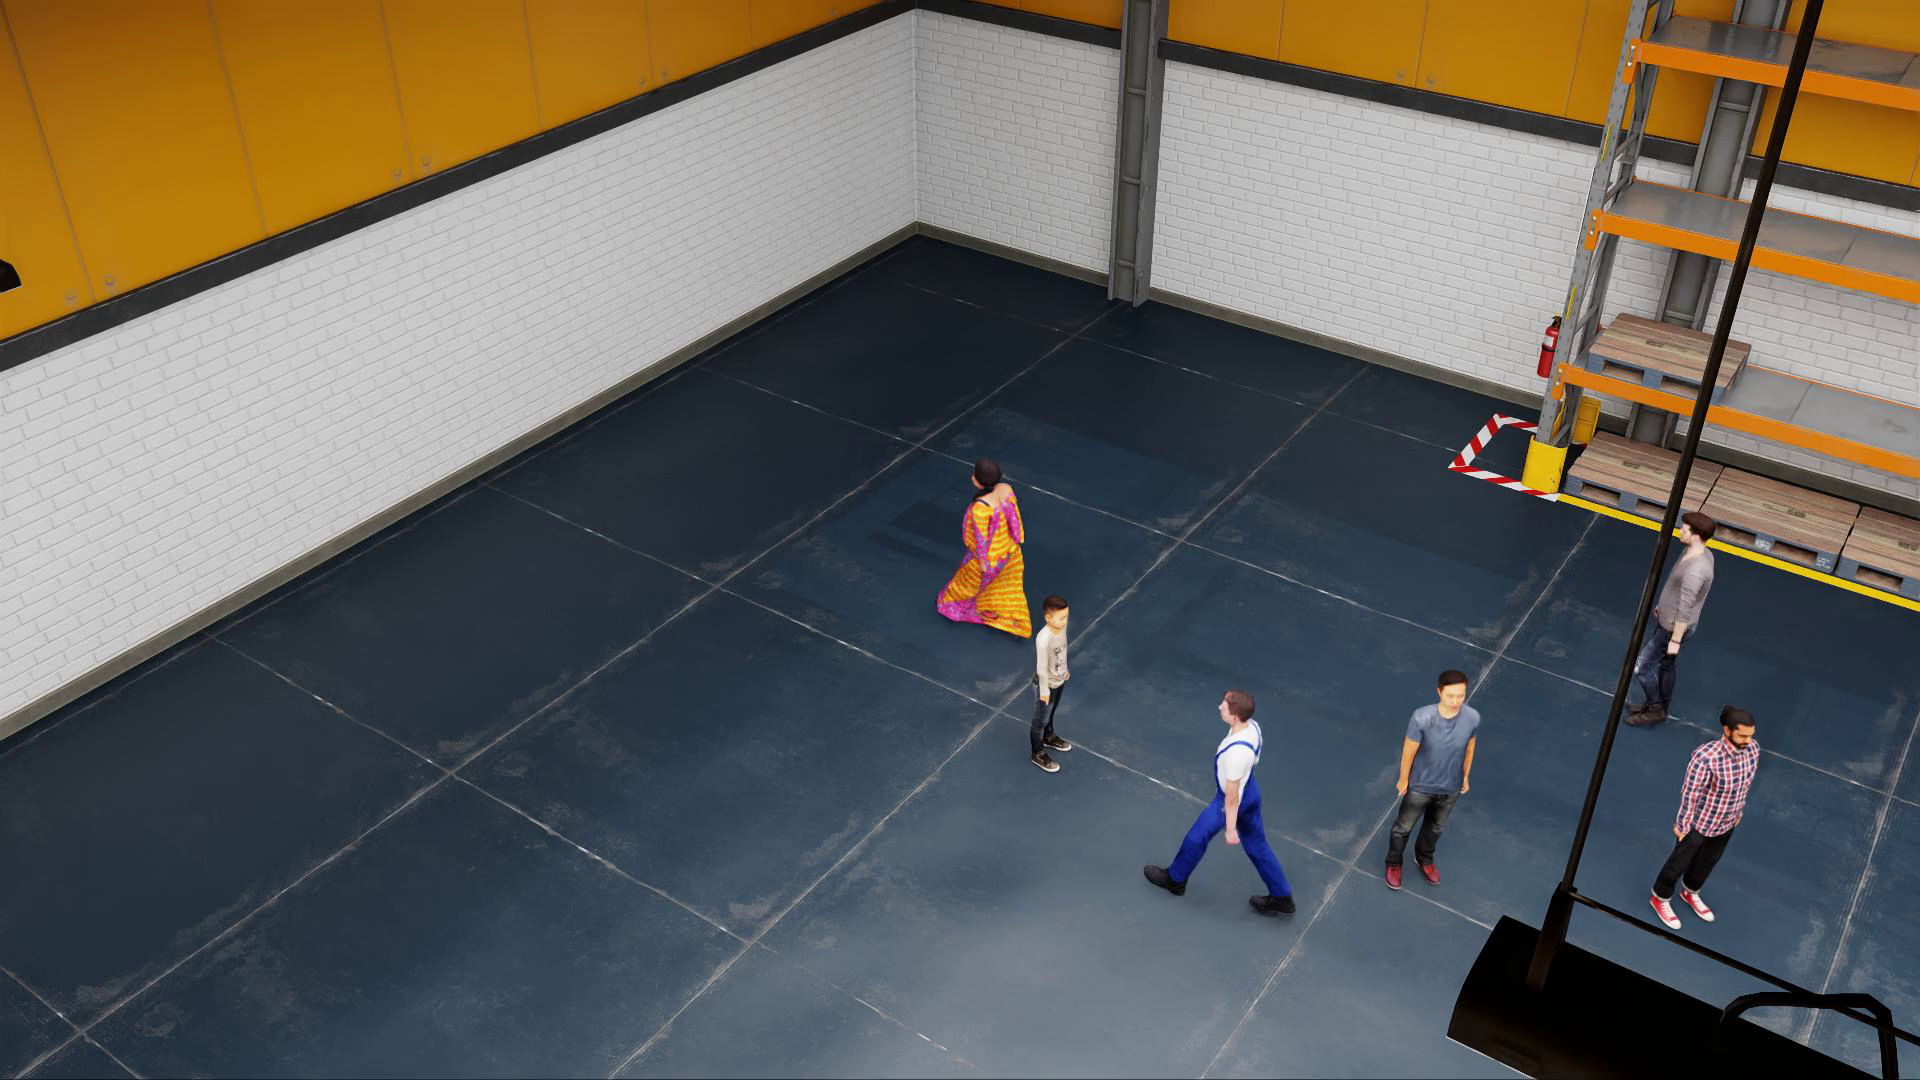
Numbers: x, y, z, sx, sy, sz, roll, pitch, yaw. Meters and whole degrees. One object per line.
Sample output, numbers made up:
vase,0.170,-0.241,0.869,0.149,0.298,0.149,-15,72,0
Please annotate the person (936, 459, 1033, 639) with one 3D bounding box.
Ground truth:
person,0.303,0.072,13.681,1.162,1.649,0.688,24,41,32

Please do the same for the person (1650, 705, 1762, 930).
person,4.946,1.804,10.974,0.777,1.759,0.790,-13,36,-19

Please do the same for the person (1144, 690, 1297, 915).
person,1.906,1.780,10.974,1.326,1.800,0.777,15,37,22

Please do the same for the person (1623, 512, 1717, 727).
person,5.498,0.658,12.577,0.673,1.894,0.773,14,36,20

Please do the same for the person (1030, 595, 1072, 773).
person,0.666,1.032,12.402,0.546,1.465,0.582,16,37,22

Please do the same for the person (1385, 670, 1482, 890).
person,3.196,1.600,11.237,0.702,1.809,0.783,-3,34,-5
